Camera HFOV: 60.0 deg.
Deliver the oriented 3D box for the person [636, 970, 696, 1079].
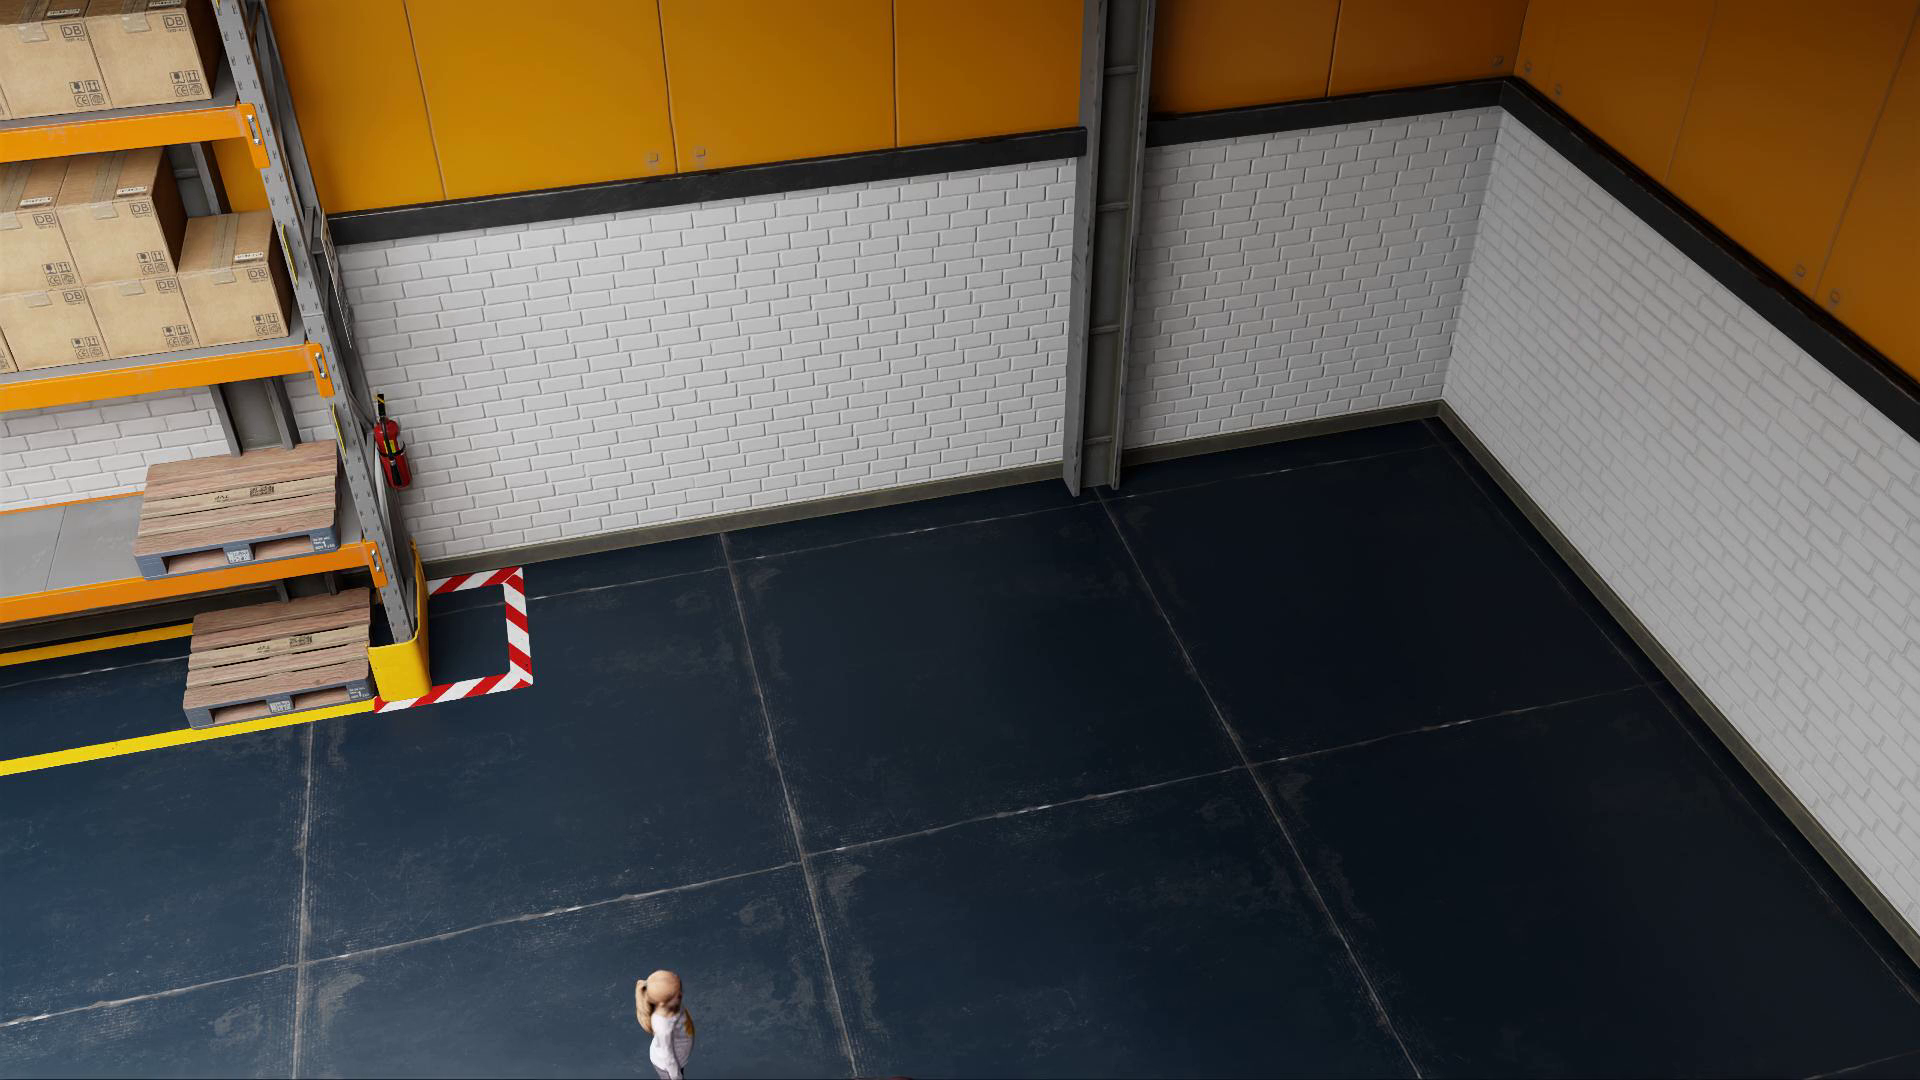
[{"bbox_3d":[-1.494,2.644,8.545,0.509,1.275,0.504,-5,39,-6],"label":"person"}]
